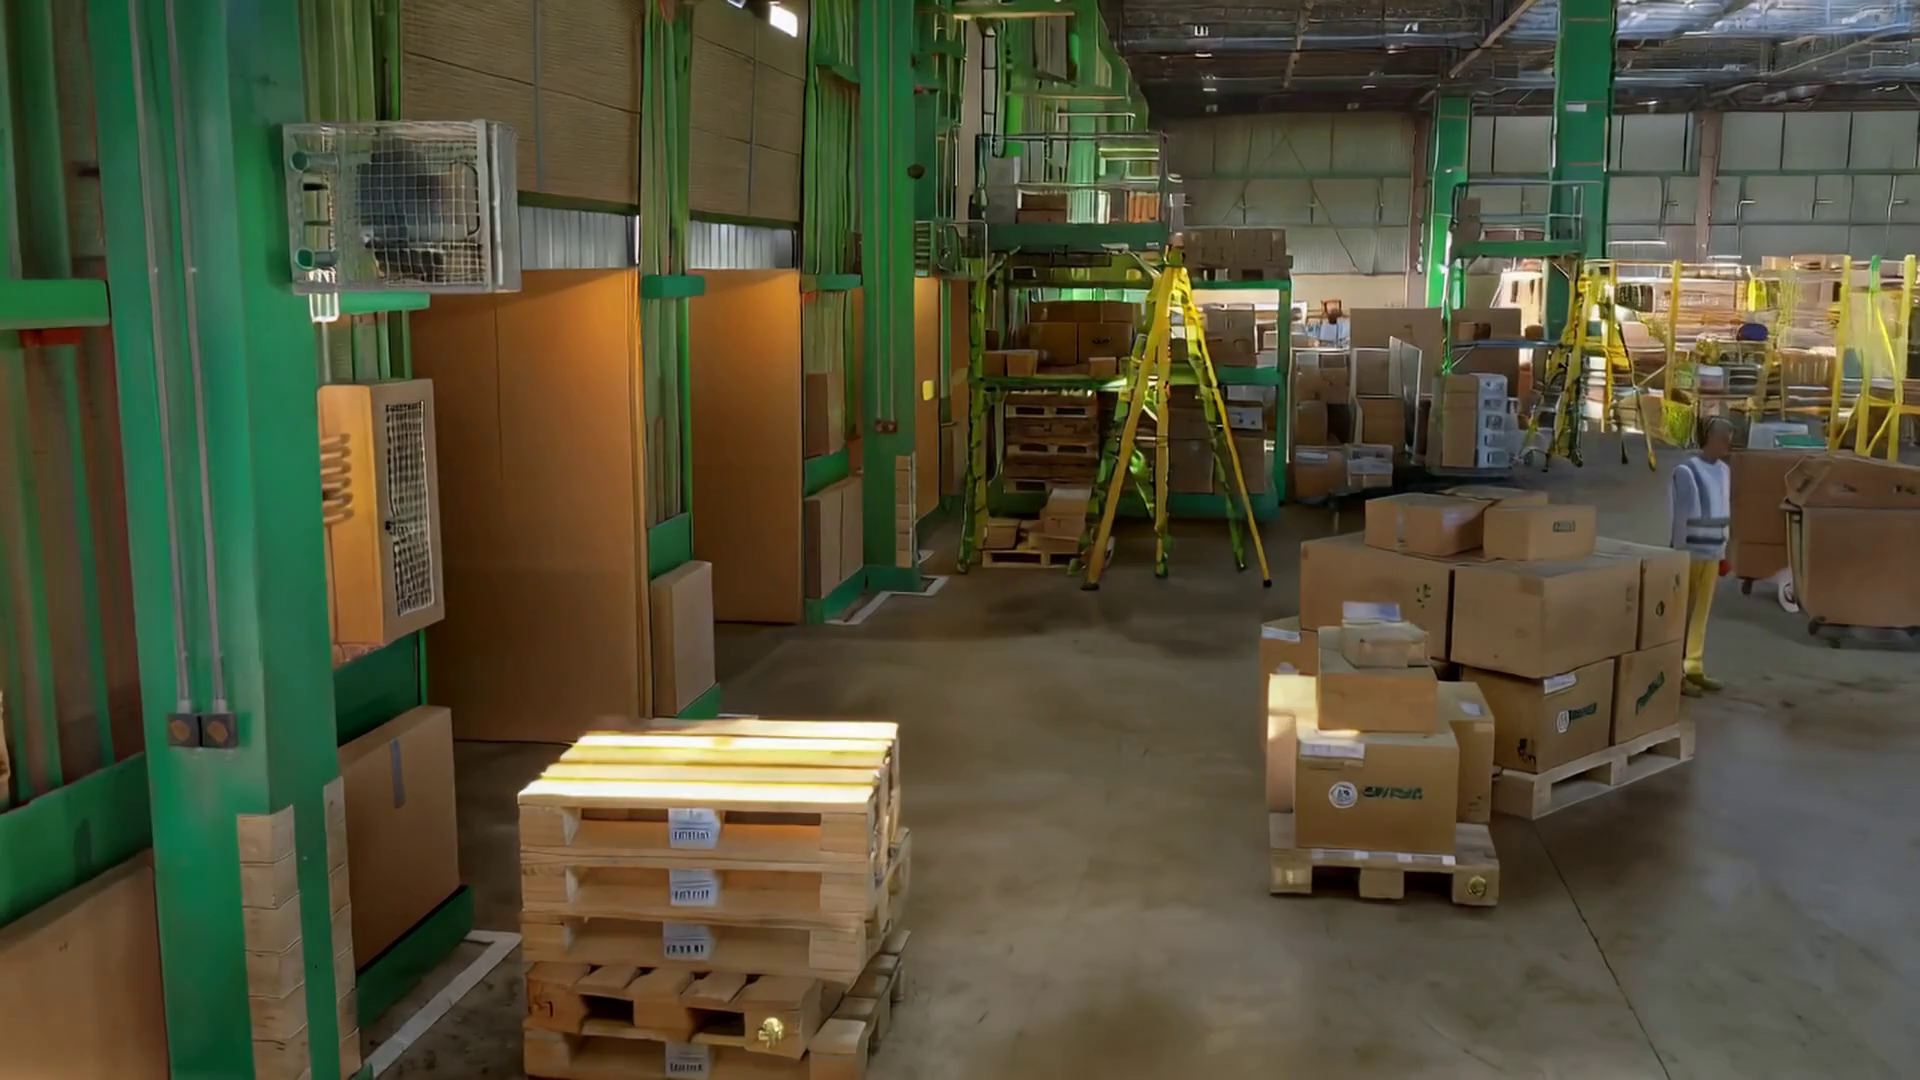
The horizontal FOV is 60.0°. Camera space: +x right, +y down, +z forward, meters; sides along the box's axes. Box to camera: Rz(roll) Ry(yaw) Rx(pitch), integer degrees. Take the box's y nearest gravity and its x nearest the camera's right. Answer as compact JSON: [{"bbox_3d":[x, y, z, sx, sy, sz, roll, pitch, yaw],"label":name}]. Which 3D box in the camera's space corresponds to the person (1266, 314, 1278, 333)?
[{"bbox_3d":[8.526,-5.305,45.144,0.548,1.683,0.523,9,13,43],"label":"person"}]

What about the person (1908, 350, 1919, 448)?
[{"bbox_3d":[15.507,-2.343,26.744,0.323,1.736,0.488,5,10,26],"label":"person"}]

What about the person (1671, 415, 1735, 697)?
[{"bbox_3d":[4.987,0.101,11.197,0.573,1.887,0.354,-7,11,-36],"label":"person"}]

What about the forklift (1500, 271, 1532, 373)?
[{"bbox_3d":[15.134,-5.957,45.508,1.873,2.768,1.129,-3,10,-18],"label":"forklift"}]

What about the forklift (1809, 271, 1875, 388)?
[{"bbox_3d":[20.703,-4.781,38.250,1.873,2.768,1.129,1,9,9],"label":"forklift"}]

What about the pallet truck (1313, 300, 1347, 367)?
[{"bbox_3d":[11.159,-6.200,49.718,0.823,1.965,1.885,4,10,26],"label":"pallet truck"}]

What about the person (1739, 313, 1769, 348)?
[{"bbox_3d":[18.020,-4.218,37.780,0.636,1.912,0.836,1,9,7],"label":"person"}]
